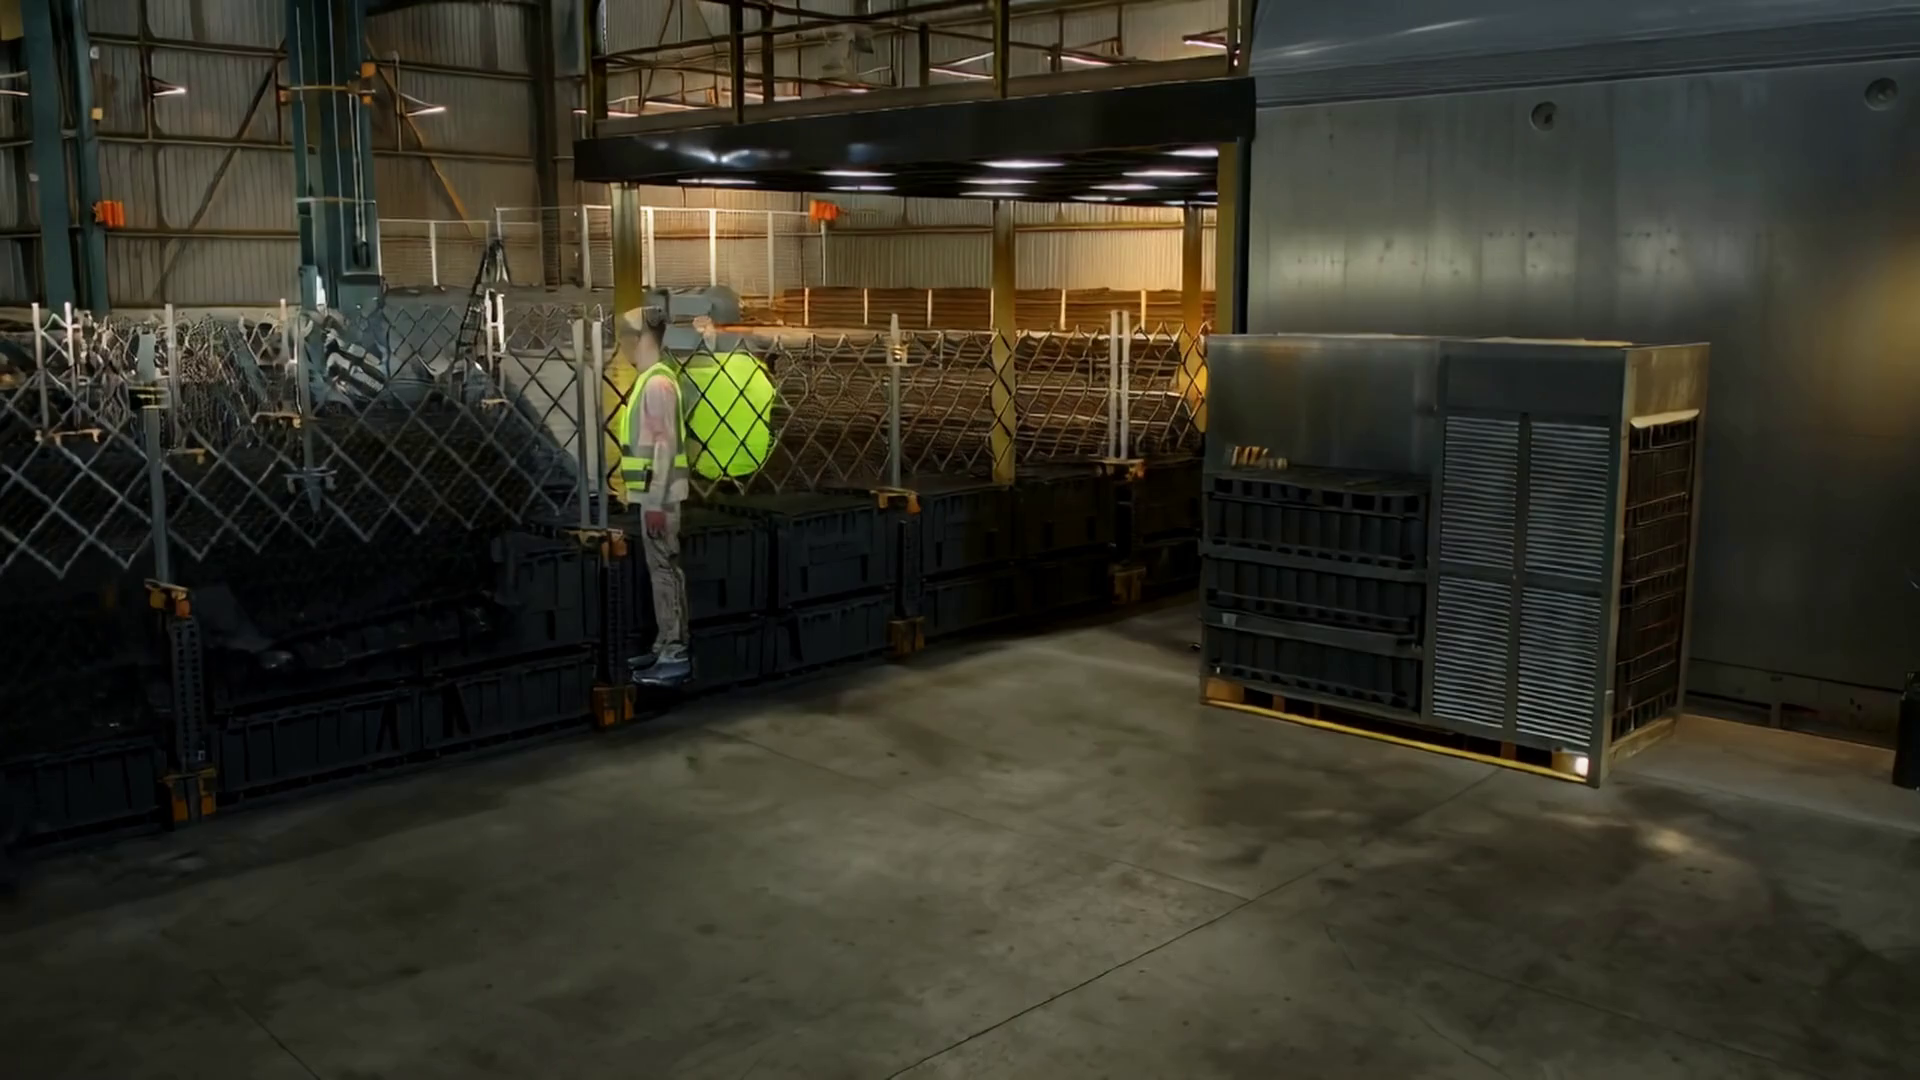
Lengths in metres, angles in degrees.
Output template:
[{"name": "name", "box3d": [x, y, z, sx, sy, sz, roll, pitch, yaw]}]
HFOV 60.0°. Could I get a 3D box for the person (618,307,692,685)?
[{"name": "person", "box3d": [-1.525, -0.218, 8.328, 0.346, 1.882, 0.578, -2, 9, -11]}]
